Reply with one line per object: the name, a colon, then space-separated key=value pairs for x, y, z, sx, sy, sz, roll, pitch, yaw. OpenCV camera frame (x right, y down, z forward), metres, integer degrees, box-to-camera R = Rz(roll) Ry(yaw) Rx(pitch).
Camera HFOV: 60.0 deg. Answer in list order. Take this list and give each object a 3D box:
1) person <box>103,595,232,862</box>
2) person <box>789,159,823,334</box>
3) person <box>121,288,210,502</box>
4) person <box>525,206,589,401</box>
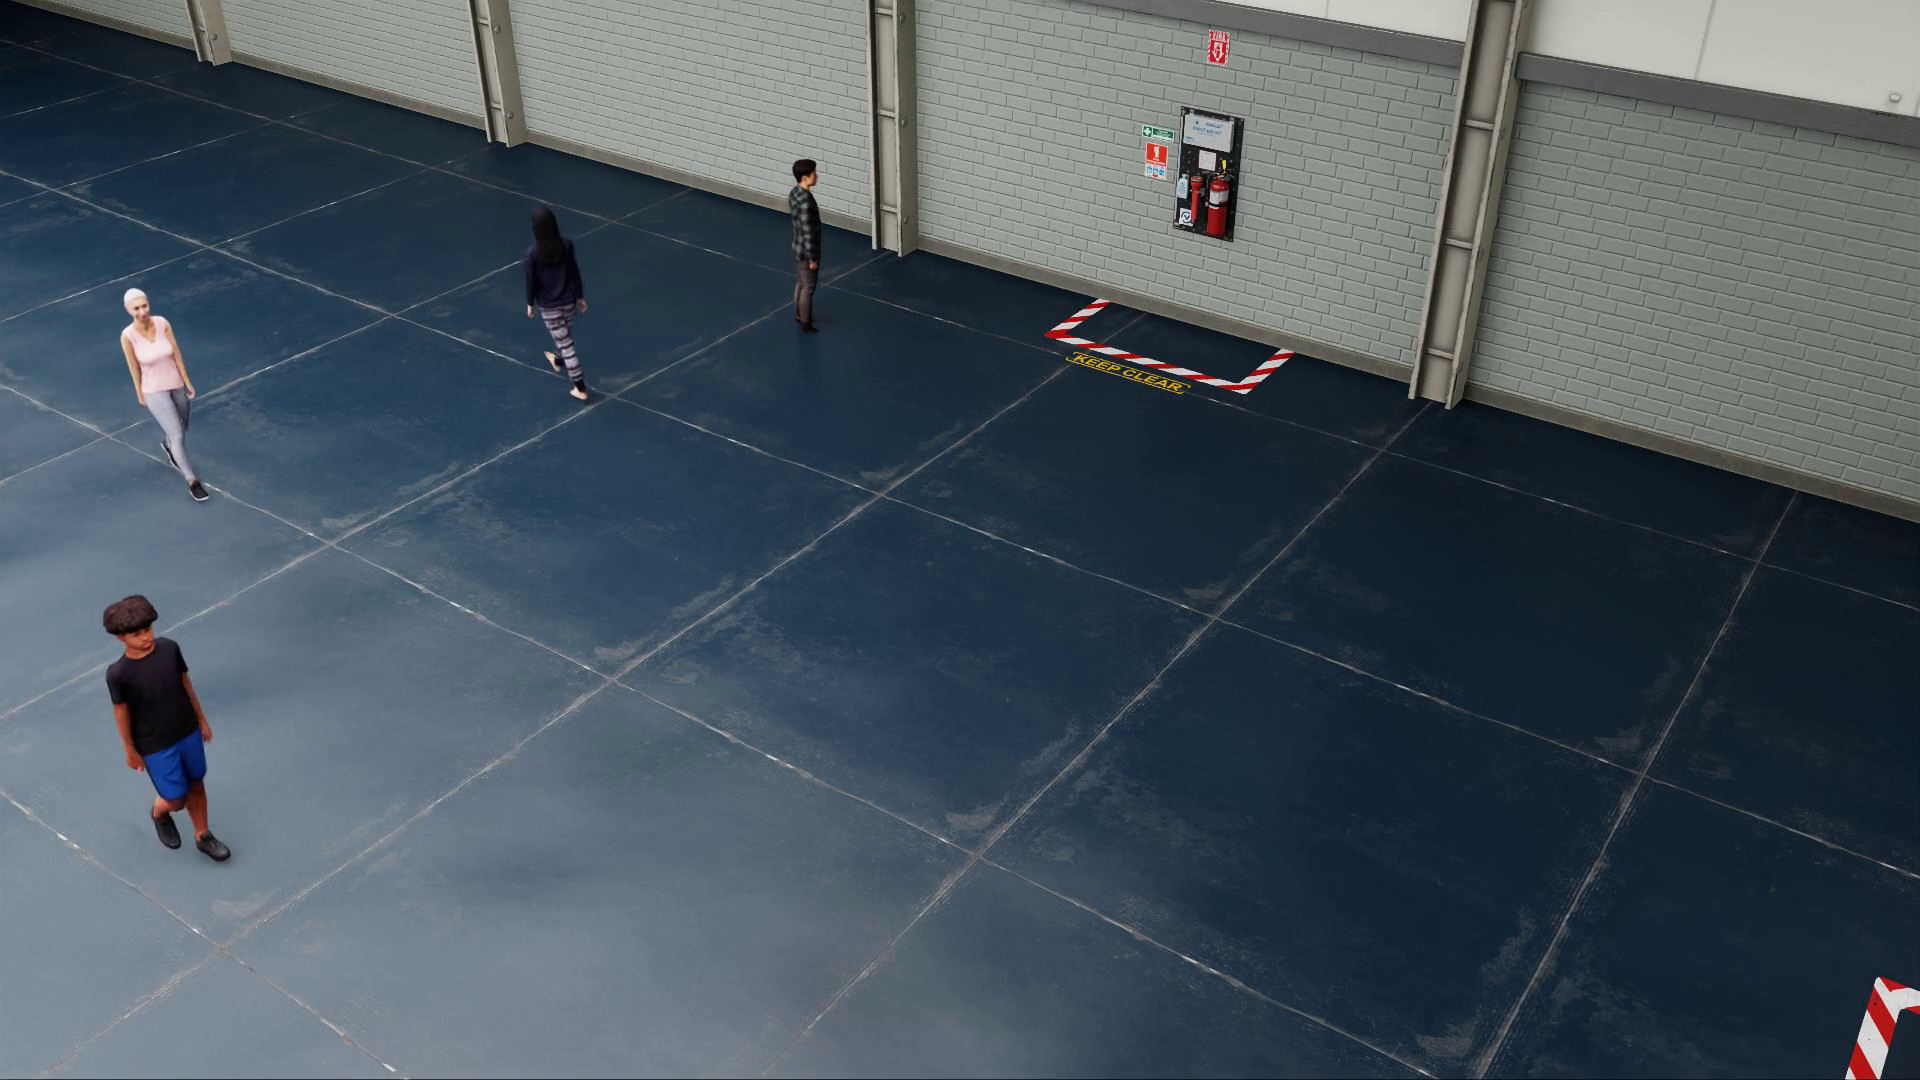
person: x=-4.541 y=1.062 z=9.399 sx=0.757 sy=1.786 sz=0.614 roll=19 pitch=37 yaw=28
person: x=-1.457 y=-2.753 z=15.634 sx=0.781 sy=1.714 sz=0.717 roll=-8 pitch=33 yaw=-13
person: x=-6.274 y=-1.198 z=13.065 sx=1.113 sy=1.697 sz=0.604 roll=24 pitch=39 yaw=33
person: x=-3.431 y=-2.007 z=14.354 sx=0.794 sy=1.691 sz=1.110 roll=-25 pitch=40 yaw=-34
